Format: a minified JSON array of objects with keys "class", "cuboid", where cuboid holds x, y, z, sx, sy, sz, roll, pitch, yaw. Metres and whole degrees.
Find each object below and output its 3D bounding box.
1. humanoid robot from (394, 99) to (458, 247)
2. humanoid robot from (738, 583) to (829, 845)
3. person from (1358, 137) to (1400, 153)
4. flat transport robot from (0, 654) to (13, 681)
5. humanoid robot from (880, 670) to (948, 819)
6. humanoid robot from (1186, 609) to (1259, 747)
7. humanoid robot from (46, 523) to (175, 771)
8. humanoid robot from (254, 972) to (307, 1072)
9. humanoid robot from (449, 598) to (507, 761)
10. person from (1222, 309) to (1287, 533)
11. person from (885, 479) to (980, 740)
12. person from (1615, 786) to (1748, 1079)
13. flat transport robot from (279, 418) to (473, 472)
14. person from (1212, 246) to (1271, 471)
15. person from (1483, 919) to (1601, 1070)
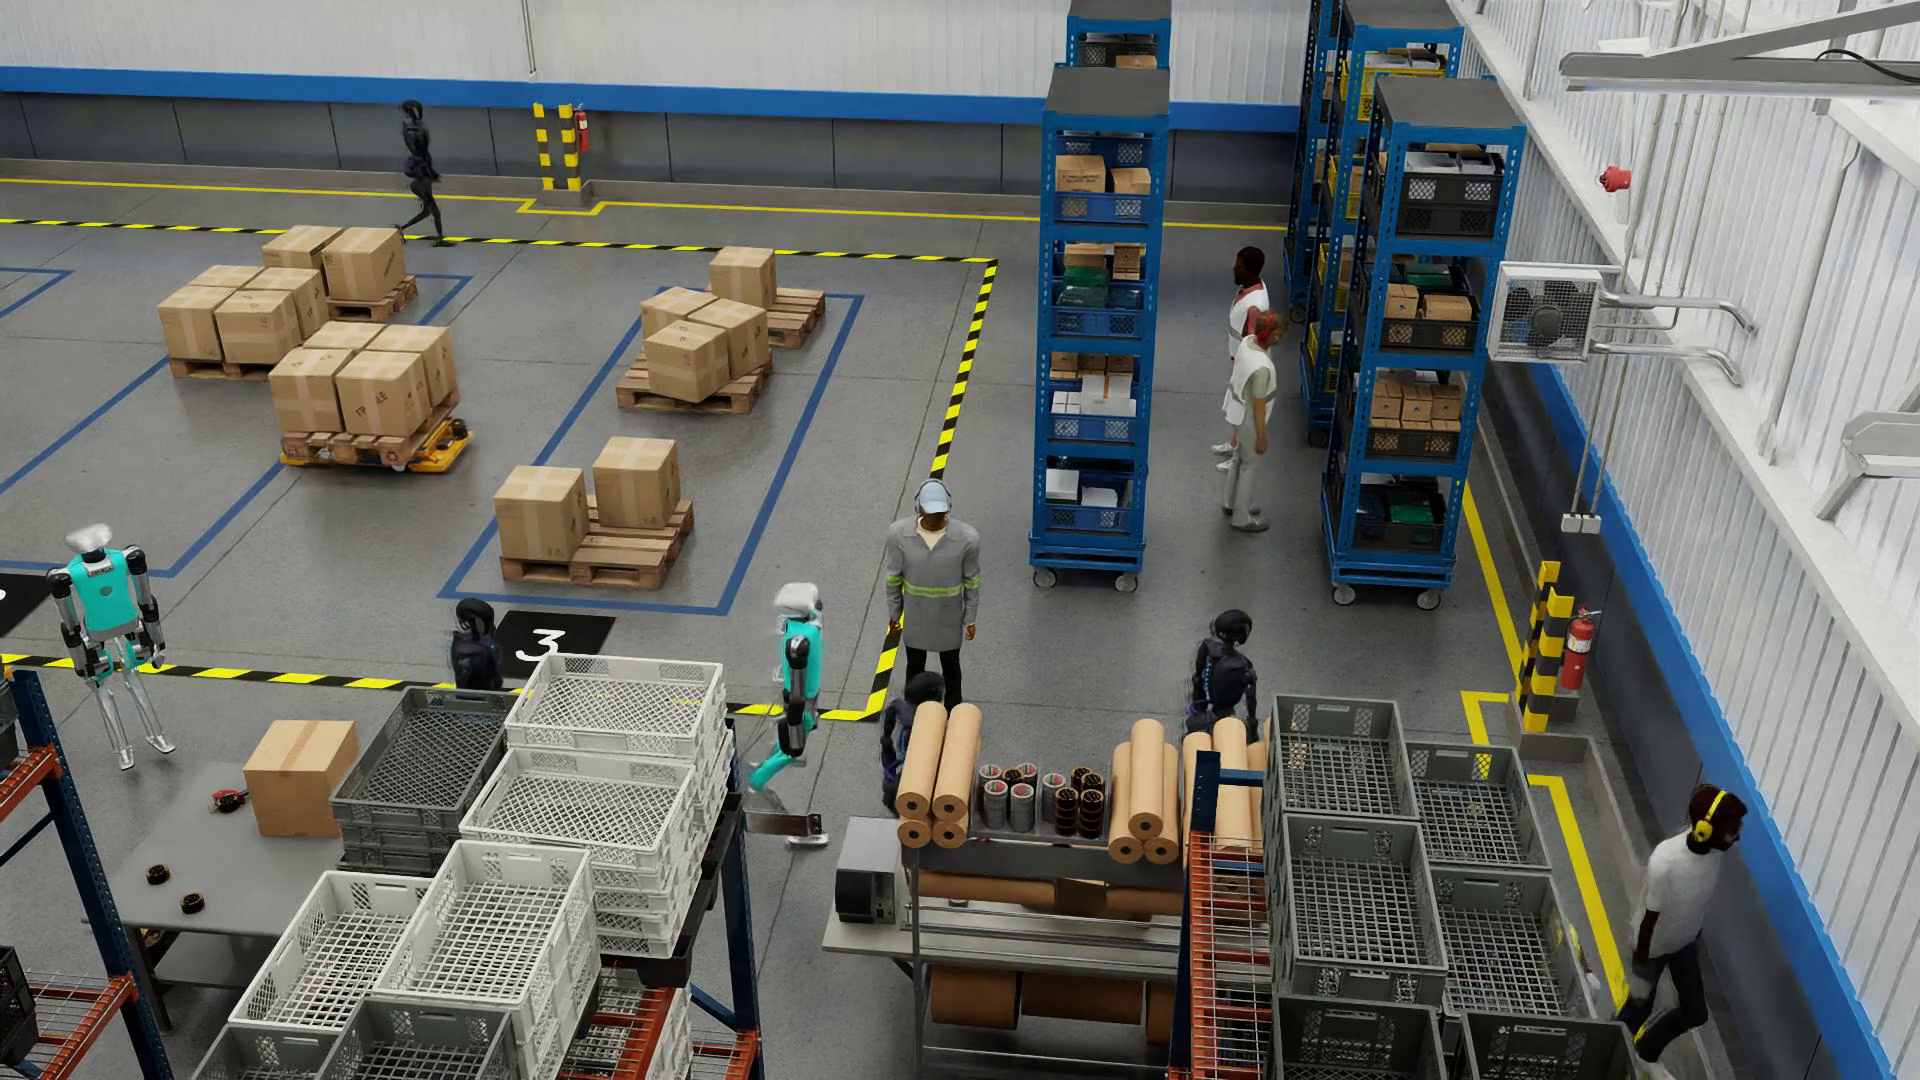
[{"class":"humanoid robot","cuboid":[-5.949,-3.997,18.154,0.642,1.628,0.590,-2,30,-3]},{"class":"humanoid robot","cuboid":[-1.086,1.073,9.461,0.713,1.884,0.536,3,30,5]},{"class":"person","cuboid":[4.514,-3.982,17.933,0.503,1.859,0.320,22,36,32]},{"class":"flat transport robot","cuboid":[-7.142,0.969,11.010,1.431,0.231,0.659,3,30,6]},{"class":"humanoid robot","cuboid":[-0.257,1.389,8.907,0.617,1.636,0.591,23,37,34]},{"class":"humanoid robot","cuboid":[1.518,1.101,9.404,0.739,1.628,0.588,-16,34,-26]},{"class":"humanoid robot","cuboid":[-5.159,0.576,10.088,0.533,1.681,0.735,-22,37,-33]},{"class":"humanoid robot","cuboid":[-2.727,2.412,7.133,0.483,1.639,0.591,-20,36,-31]},{"class":"humanoid robot","cuboid":[-2.725,1.018,9.562,0.772,1.618,0.608,2,30,4]},{"class":"person","cuboid":[2.213,-0.905,12.677,0.409,1.830,0.575,-1,30,-2]},{"class":"person","cuboid":[-0.172,0.452,10.323,0.589,1.852,0.366,3,30,5]},{"class":"person","cuboid":[3.317,1.938,7.777,0.569,1.855,0.421,-13,33,-22]},{"class":"flat transport robot","cuboid":[-4.947,-0.843,14.094,1.431,0.197,0.652,3,30,6]},{"class":"person","cuboid":[2.335,-1.478,13.573,0.391,1.920,0.587,2,30,4]},{"class":"person","cuboid":[2.486,2.305,7.258,0.503,1.718,0.387,0,30,0]}]
